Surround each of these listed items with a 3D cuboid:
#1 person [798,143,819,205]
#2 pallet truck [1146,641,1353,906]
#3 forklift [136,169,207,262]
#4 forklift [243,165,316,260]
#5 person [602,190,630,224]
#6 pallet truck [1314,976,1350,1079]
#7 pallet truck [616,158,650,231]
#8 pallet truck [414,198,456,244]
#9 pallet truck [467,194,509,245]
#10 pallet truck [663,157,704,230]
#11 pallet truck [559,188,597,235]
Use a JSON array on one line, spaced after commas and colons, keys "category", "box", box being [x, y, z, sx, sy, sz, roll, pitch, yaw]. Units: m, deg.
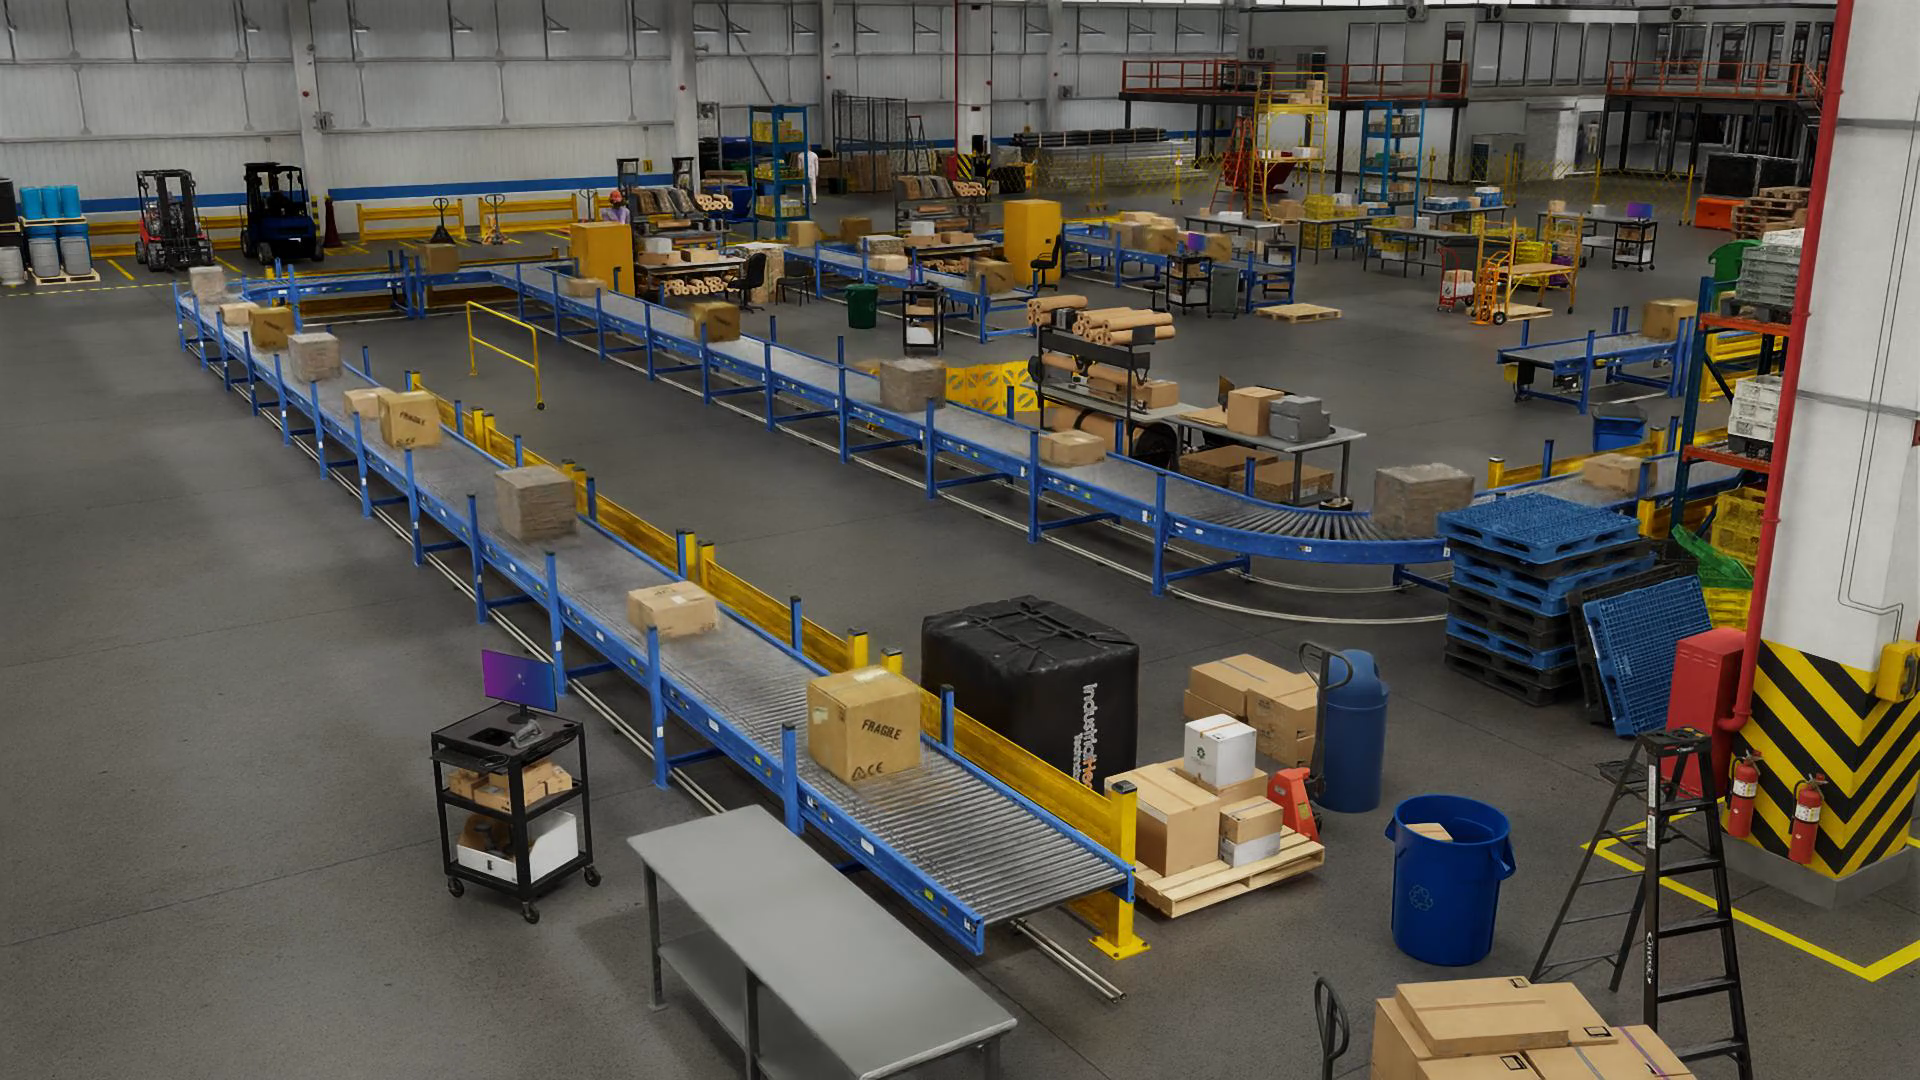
[{"category": "person", "box": [-4.721, -11.394, 51.782, 0.641, 1.913, 0.408, -2, 17, -6]}, {"category": "pallet truck", "box": [1.664, 1.407, 10.232, 1.630, 1.274, 0.653, -10, 20, -31]}, {"category": "forklift", "box": [-17.842, -7.318, 37.559, 1.157, 1.987, 2.680, -10, 20, -31]}, {"category": "forklift", "box": [-15.898, -7.669, 38.708, 1.157, 1.987, 2.680, -11, 20, -33]}, {"category": "person", "box": [-6.994, -6.127, 34.030, 0.606, 2.045, 0.389, -12, 21, -35]}, {"category": "pallet truck", "box": [2.299, 2.390, 7.086, 1.601, 1.201, 0.680, -2, 17, -7]}, {"category": "pallet truck", "box": [-8.918, -9.176, 44.255, 0.823, 1.965, 1.885, -9, 19, -27]}, {"category": "pallet truck", "box": [-13.250, -8.060, 41.856, 0.680, 1.201, 1.601, -10, 20, -31]}, {"category": "pallet truck", "box": [-11.983, -8.177, 42.137, 0.704, 1.261, 1.522, -11, 20, -33]}, {"category": "pallet truck", "box": [-7.586, -9.308, 44.692, 0.823, 1.965, 1.885, -11, 20, -33]}, {"category": "pallet truck", "box": [-10.010, -8.652, 43.699, 0.653, 1.274, 1.630, -10, 20, -31]}]
